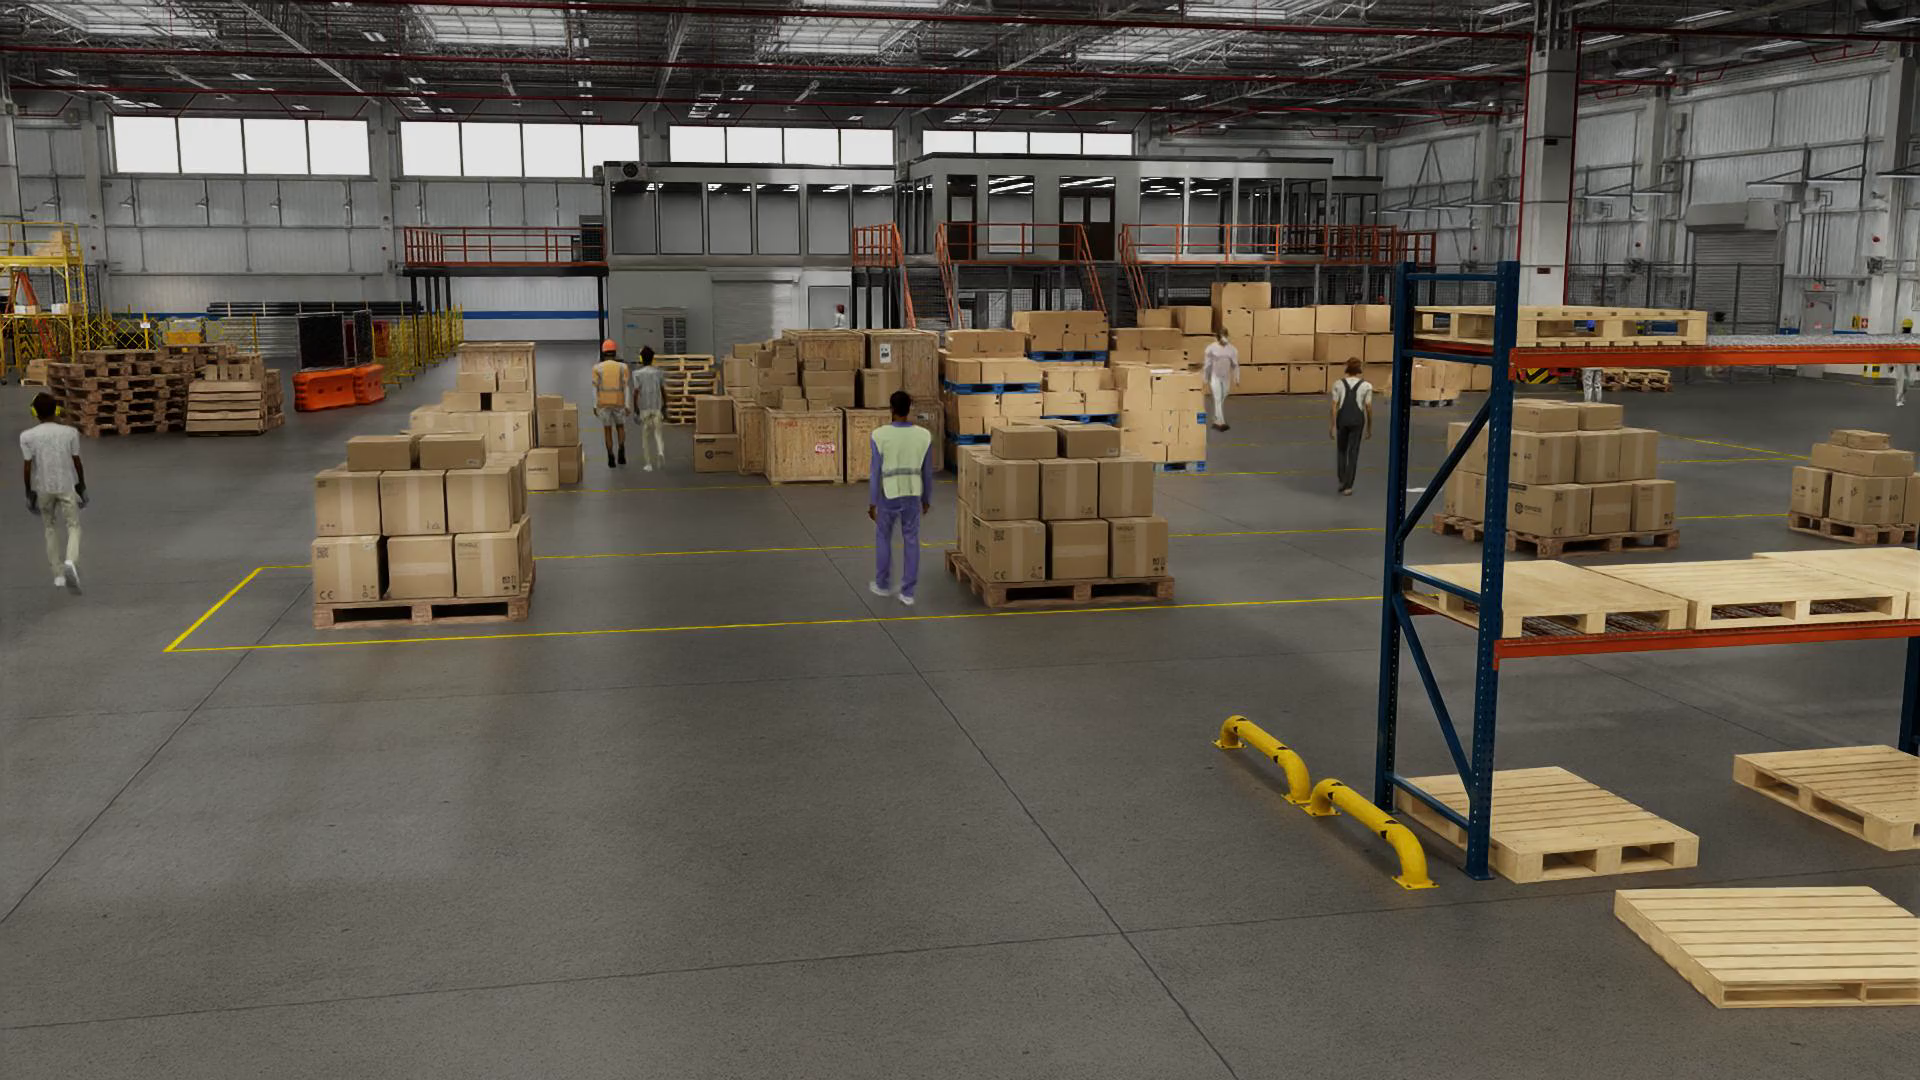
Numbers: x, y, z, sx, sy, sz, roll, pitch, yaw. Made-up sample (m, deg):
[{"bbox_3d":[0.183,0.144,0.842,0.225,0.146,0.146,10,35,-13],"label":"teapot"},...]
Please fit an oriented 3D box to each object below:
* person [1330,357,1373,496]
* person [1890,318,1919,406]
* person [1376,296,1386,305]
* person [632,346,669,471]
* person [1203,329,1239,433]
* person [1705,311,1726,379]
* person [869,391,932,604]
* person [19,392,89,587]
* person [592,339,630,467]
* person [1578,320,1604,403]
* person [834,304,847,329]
[{"bbox_3d":[5.217,-1.518,22.126,0.530,1.806,0.878,3,10,17],"label":"person"},{"bbox_3d":[20.474,-3.849,36.026,0.623,1.909,0.470,1,9,7],"label":"person"},{"bbox_3d":[14.559,-7.451,57.731,0.381,1.994,0.614,2,10,11],"label":"person"},{"bbox_3d":[-4.529,-1.908,24.374,0.540,1.854,0.587,-4,10,-22],"label":"person"},{"bbox_3d":[4.806,-2.919,30.483,0.639,1.877,1.051,-3,10,-16],"label":"person"},{"bbox_3d":[20.413,-5.235,44.770,0.647,1.824,0.604,-9,13,-42],"label":"person"},{"bbox_3d":[-0.572,-0.397,15.045,0.636,1.885,0.846,-3,10,-19],"label":"person"},{"bbox_3d":[-8.413,-0.449,15.481,0.534,1.854,0.652,-4,10,-25],"label":"person"},{"bbox_3d":[-5.262,-2.059,25.086,0.542,1.919,0.504,-3,10,-16],"label":"person"},{"bbox_3d":[12.847,-3.504,33.845,0.605,1.938,0.412,-3,10,-20],"label":"person"},{"bbox_3d":[-3.598,-6.277,50.933,0.477,1.868,0.627,-5,11,-28],"label":"person"}]
